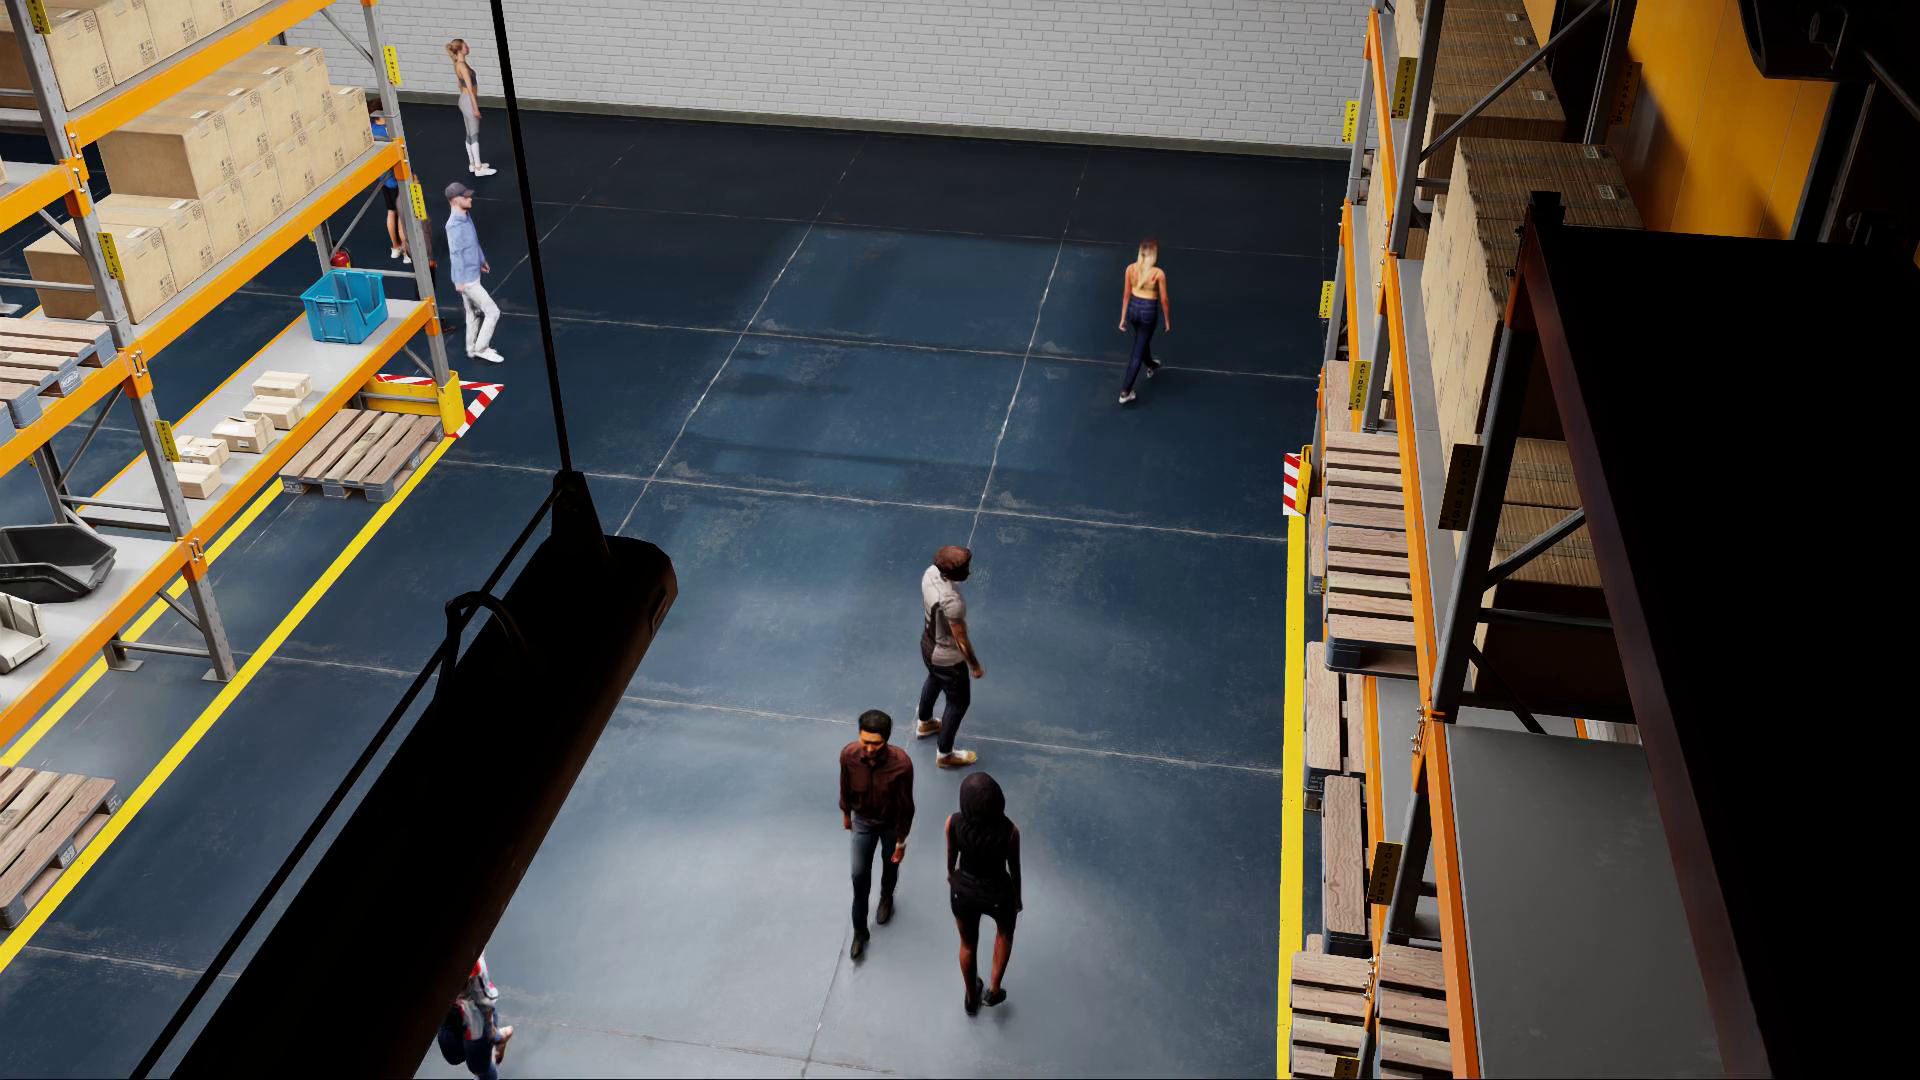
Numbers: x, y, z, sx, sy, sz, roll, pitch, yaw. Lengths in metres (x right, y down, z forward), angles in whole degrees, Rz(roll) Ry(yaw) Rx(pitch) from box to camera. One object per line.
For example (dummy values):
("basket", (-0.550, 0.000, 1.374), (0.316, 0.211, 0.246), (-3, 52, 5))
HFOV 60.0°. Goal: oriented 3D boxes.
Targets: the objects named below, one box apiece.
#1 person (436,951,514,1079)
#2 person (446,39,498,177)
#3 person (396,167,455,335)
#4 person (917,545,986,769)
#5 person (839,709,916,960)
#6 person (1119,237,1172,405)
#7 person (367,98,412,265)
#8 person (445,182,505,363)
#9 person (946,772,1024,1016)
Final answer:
("person", (-2.619, 2.492, 8.983), (0.671, 1.602, 0.830), (12, 35, 17))
("person", (-6.141, -5.418, 20.792), (0.722, 1.703, 0.654), (-18, 38, -25))
("person", (-5.543, -2.962, 17.040), (0.762, 1.766, 0.694), (11, 35, 16))
("person", (-0.109, 0.792, 11.318), (0.887, 1.847, 0.748), (-22, 39, -29))
("person", (-0.467, 1.649, 10.113), (0.646, 1.755, 0.830), (5, 34, 7))
("person", (1.710, -2.057, 15.848), (0.893, 1.578, 1.211), (20, 38, 27))
("person", (-6.330, -4.023, 18.546), (0.738, 1.865, 0.755), (27, 42, 34))
("person", (-4.947, -2.631, 16.444), (0.812, 1.874, 0.706), (-5, 34, -7))
("person", (0.113, 2.091, 9.477), (0.632, 1.723, 0.612), (7, 34, 10))
